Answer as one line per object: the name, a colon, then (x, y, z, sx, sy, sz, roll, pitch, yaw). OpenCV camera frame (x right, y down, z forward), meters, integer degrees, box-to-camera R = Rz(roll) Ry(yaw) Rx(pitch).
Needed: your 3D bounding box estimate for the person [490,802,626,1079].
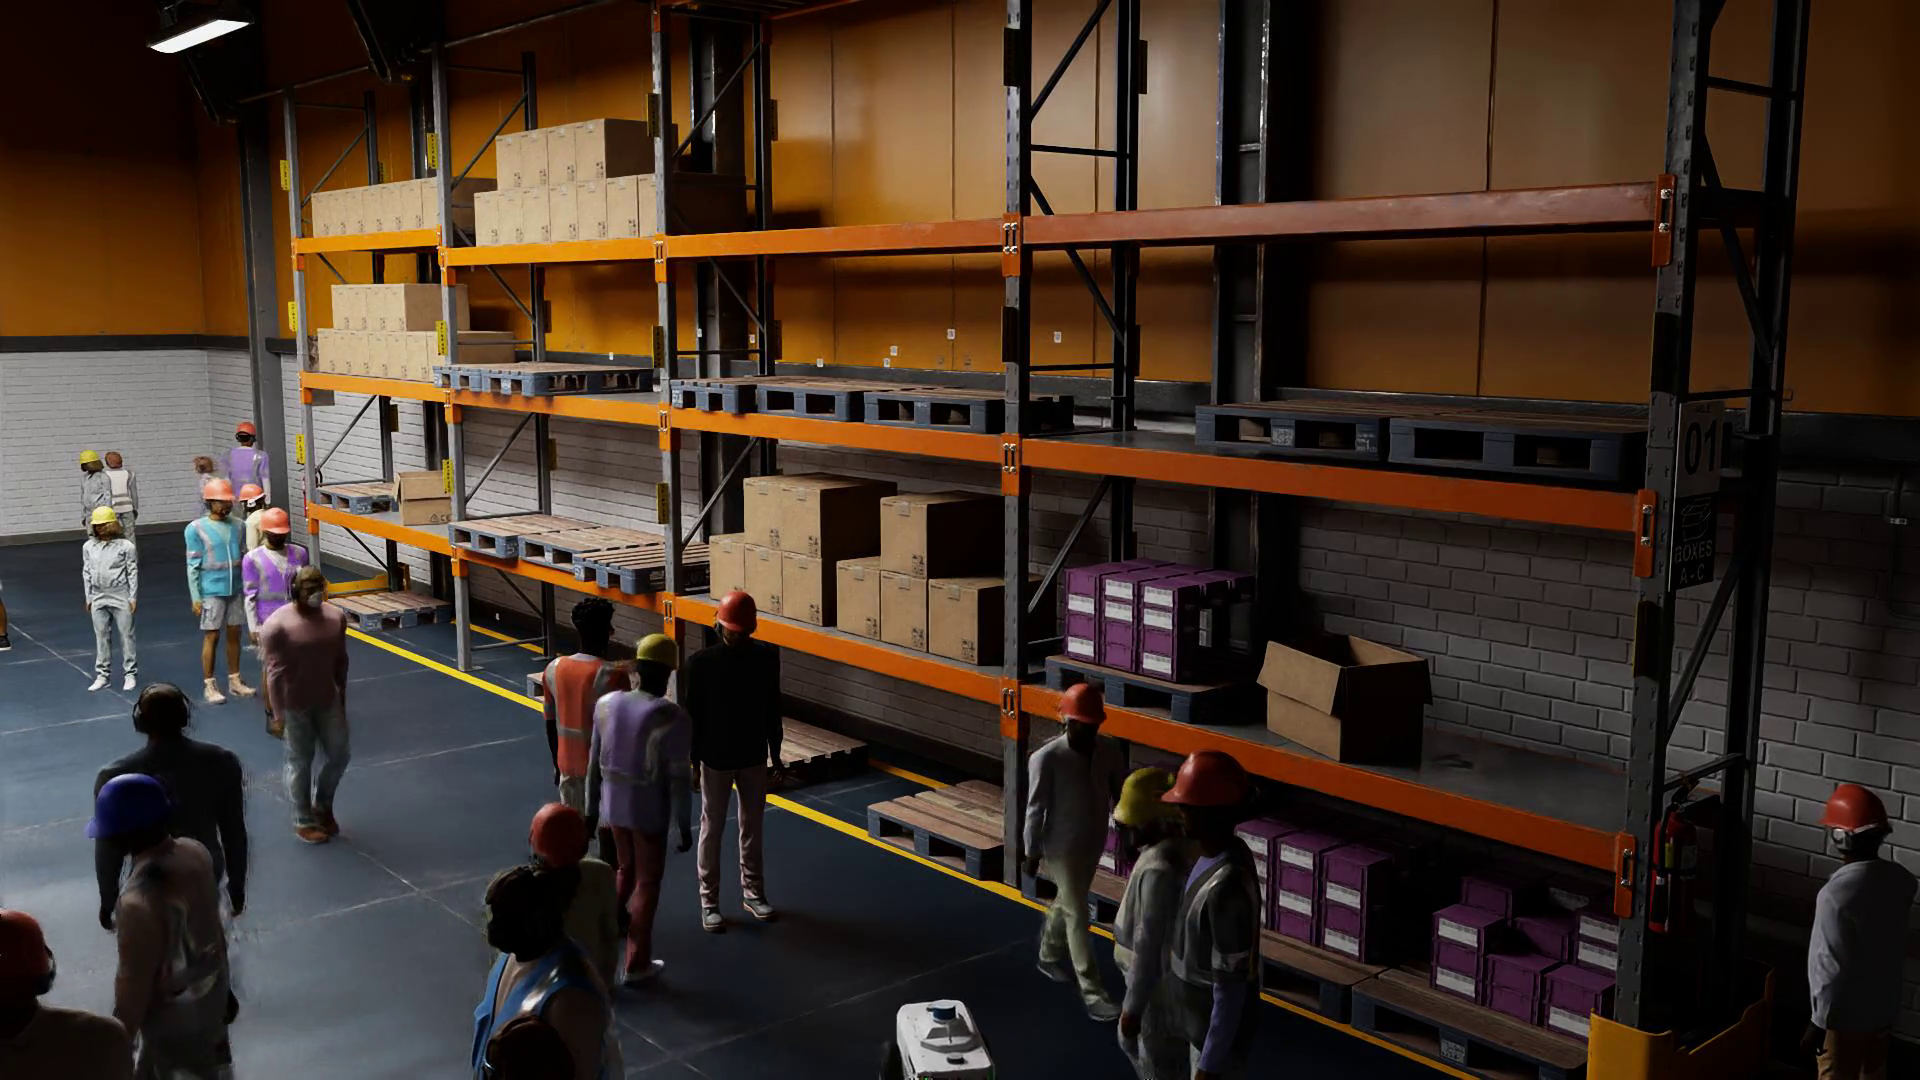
person: (-1.584, 1.843, 6.625, 0.566, 1.719, 0.509, -6, 10, -36)

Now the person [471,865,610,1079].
person: (-1.378, 1.957, 5.480, 0.430, 1.836, 0.619, -5, 10, -33)

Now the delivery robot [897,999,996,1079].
delivery robot: (-0.068, 2.276, 7.340, 0.477, 0.478, 0.707, -2, 8, -11)

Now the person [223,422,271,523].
person: (-9.553, -0.569, 22.353, 0.601, 2.036, 0.410, -1, 8, -4)

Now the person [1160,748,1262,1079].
person: (0.907, 1.763, 6.086, 0.374, 2.044, 0.605, 1, 8, 5)

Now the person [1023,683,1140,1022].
person: (0.630, 1.567, 8.615, 0.570, 1.702, 0.887, -6, 10, -35)

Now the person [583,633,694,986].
person: (-1.692, 1.443, 8.831, 0.638, 1.886, 0.544, 4, 9, 24)

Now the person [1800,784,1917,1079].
person: (3.526, 1.832, 6.614, 0.565, 1.748, 0.339, -5, 10, -33)

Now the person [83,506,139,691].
person: (-7.944, 0.548, 15.560, 0.486, 1.744, 0.311, 0, 8, -2)

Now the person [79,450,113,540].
person: (-11.201, -0.306, 21.549, 0.489, 1.731, 0.325, 3, 9, 20)

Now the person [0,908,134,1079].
person: (-2.643, 1.990, 4.717, 0.627, 1.985, 0.409, -3, 9, -21)

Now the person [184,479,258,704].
person: (-6.715, 0.458, 15.155, 0.393, 2.037, 0.653, 4, 9, 28)

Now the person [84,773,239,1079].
person: (-3.081, 1.797, 6.377, 0.964, 1.888, 0.625, -1, 8, -7)

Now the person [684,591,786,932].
person: (-1.305, 1.271, 9.707, 0.611, 1.985, 0.393, -5, 9, -29)

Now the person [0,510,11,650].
person: (-10.129, 0.218, 17.144, 0.368, 1.958, 0.611, 1, 8, 8)

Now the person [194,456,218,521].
person: (-9.879, -0.284, 21.742, 0.486, 1.626, 0.531, -2, 8, -12)

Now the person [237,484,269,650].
person: (-7.367, 0.278, 17.458, 0.353, 1.739, 0.574, 0, 8, -2)

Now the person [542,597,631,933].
person: (-2.105, 1.296, 9.590, 0.613, 1.965, 0.361, 4, 9, 26)

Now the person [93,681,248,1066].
person: (-3.619, 1.603, 7.655, 0.629, 1.921, 0.490, -8, 11, -44)

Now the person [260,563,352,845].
person: (-4.348, 1.103, 11.123, 0.442, 1.918, 0.641, 7, 11, 39)

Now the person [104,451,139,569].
person: (-11.294, -0.370, 22.314, 0.310, 1.636, 0.523, 8, 11, 43)

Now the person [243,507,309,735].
person: (-5.730, 0.677, 14.046, 0.549, 1.927, 0.393, -7, 11, -42)

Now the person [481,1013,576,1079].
person: (-1.213, 2.151, 4.834, 0.290, 1.629, 0.499, -5, 10, -33)

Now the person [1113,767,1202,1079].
person: (0.818, 1.779, 6.807, 0.420, 1.799, 0.614, 2, 9, 17)
